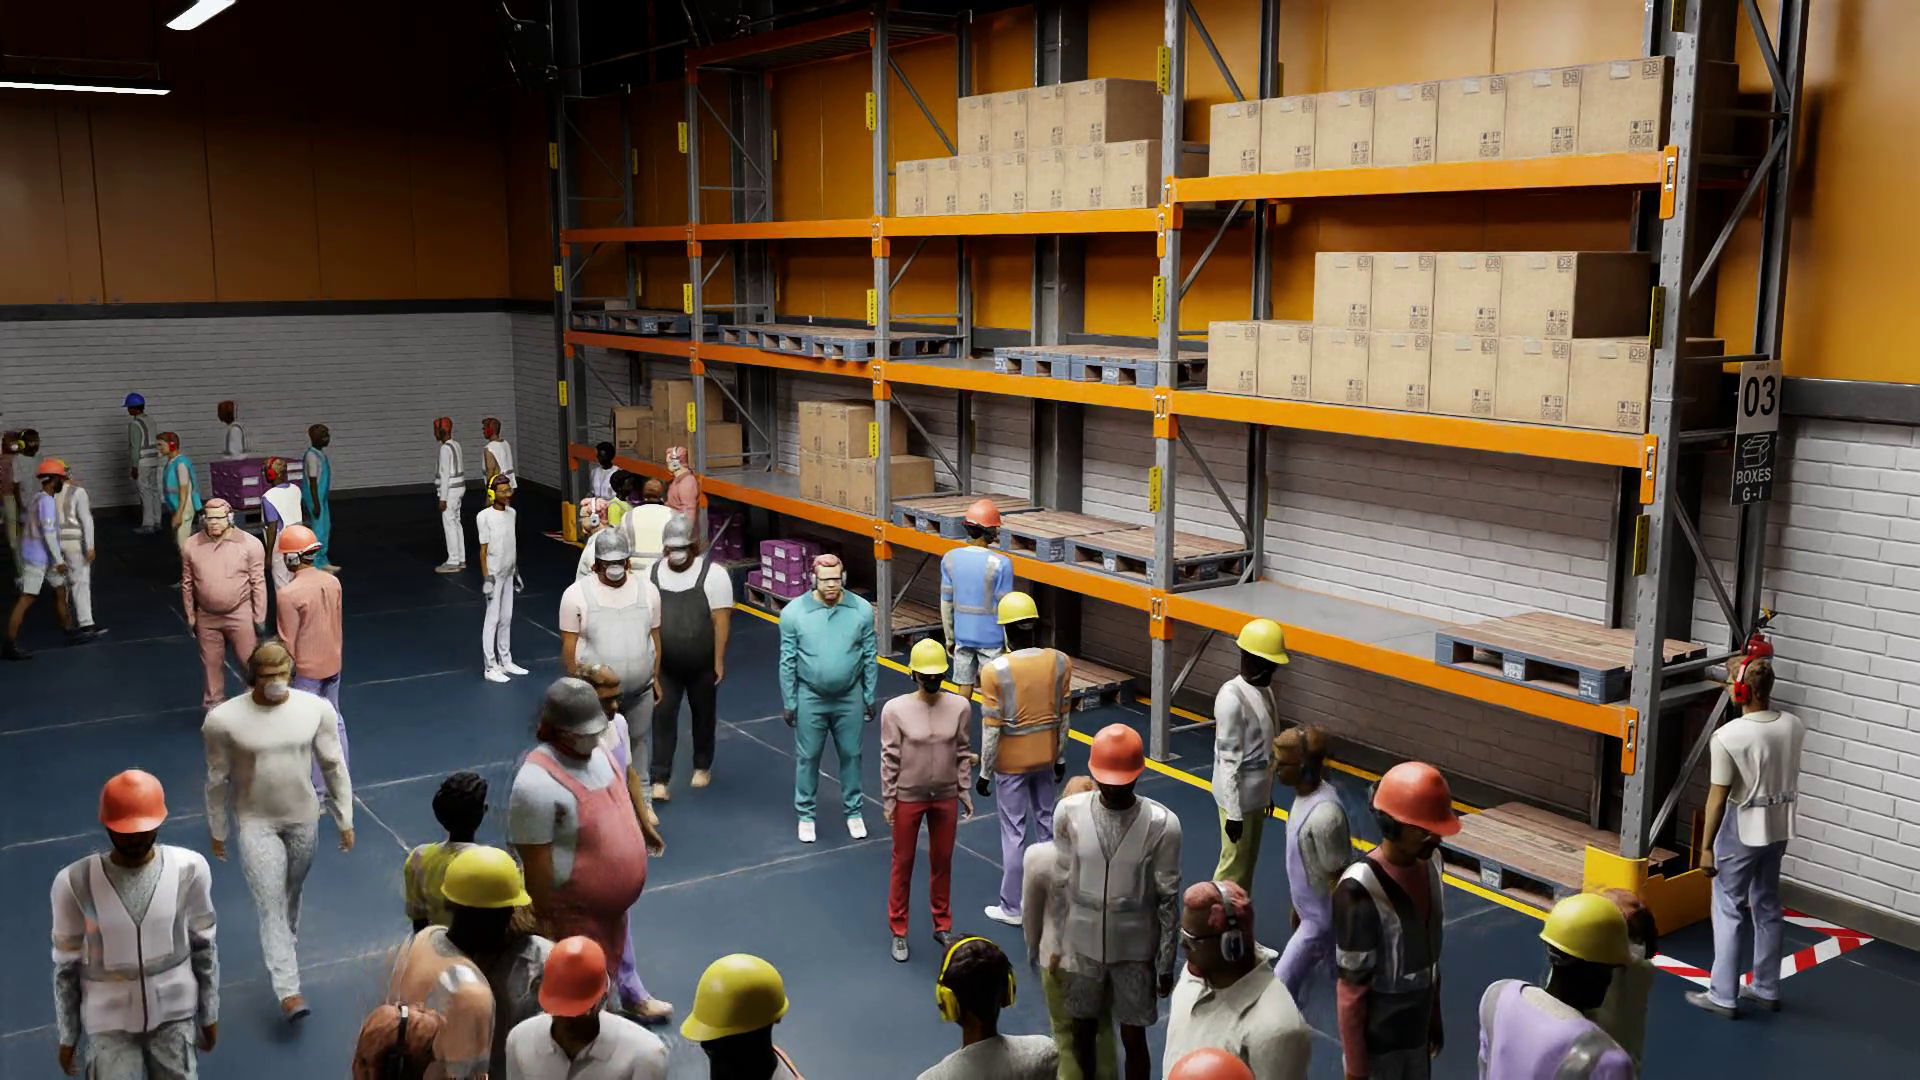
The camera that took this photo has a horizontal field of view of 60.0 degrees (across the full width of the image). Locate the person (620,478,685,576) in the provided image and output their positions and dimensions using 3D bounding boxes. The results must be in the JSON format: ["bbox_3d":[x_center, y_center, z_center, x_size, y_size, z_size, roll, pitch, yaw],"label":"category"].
[{"bbox_3d":[-2.723,0.353,14.978,0.619,1.836,0.432,1,10,8],"label":"person"}]

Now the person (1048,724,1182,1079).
[{"bbox_3d":[0.632,1.684,6.884,0.550,1.925,0.389,3,10,17],"label":"person"}]

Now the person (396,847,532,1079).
[{"bbox_3d":[-1.693,1.939,5.585,0.946,1.851,0.606,-5,11,-26],"label":"person"}]

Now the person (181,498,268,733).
[{"bbox_3d":[-5.876,0.605,13.306,0.643,1.900,0.398,-1,10,-8],"label":"person"}]

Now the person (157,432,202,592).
[{"bbox_3d":[-8.867,-0.324,18.947,0.388,1.830,0.578,-8,13,-40],"label":"person"}]

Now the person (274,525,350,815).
[{"bbox_3d":[-4.465,0.883,11.411,0.408,1.987,0.614,2,10,14],"label":"person"}]

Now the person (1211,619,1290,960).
[{"bbox_3d":[1.537,1.356,8.819,0.382,1.917,0.585,5,11,26],"label":"person"}]

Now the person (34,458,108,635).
[{"bbox_3d":[-8.931,0.074,16.773,0.740,1.787,0.407,2,10,12],"label":"person"}]

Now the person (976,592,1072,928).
[{"bbox_3d":[0.353,1.245,9.471,0.585,1.918,0.380,-6,11,-30],"label":"person"}]

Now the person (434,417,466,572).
[{"bbox_3d":[-6.185,-0.554,20.156,0.359,1.879,0.586,-1,10,-4],"label":"person"}]

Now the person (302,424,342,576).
[{"bbox_3d":[-7.627,-0.473,19.797,0.344,1.836,0.513,-2,10,-10],"label":"person"}]

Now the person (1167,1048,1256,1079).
[{"bbox_3d":[0.571,2.152,3.919,0.611,1.996,0.379,1,10,8],"label":"person"}]

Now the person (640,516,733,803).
[{"bbox_3d":[-1.946,0.812,11.653,0.699,2.000,0.860,0,10,1],"label":"person"}]

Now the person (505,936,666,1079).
[{"bbox_3d":[-1.196,2.054,5.349,0.557,1.706,0.849,1,10,6],"label":"person"}]

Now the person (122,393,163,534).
[{"bbox_3d":[-11.276,-1.058,22.940,0.415,1.939,0.599,-1,10,-3],"label":"person"}]

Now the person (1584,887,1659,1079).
[{"bbox_3d":[2.266,1.987,6.048,0.497,1.591,0.782,-5,11,-27],"label":"person"}]

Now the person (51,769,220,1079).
[{"bbox_3d":[-3.079,1.788,6.262,0.577,1.921,0.401,-6,11,-32],"label":"person"}]

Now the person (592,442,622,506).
[{"bbox_3d":[-4.038,-0.297,19.195,0.536,1.691,0.319,6,11,31],"label":"person"}]

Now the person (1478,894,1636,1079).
[{"bbox_3d":[1.817,1.998,5.080,0.399,1.913,0.591,-4,10,-23],"label":"person"}]

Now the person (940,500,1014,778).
[{"bbox_3d":[0.159,0.717,12.199,0.615,2.042,0.374,6,11,32],"label":"person"}]

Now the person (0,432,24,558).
[{"bbox_3d":[-11.851,-0.556,20.893,0.380,1.619,0.531,6,11,31],"label":"person"}]

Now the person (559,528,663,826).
[{"bbox_3d":[-2.263,0.924,10.997,0.681,2.000,0.538,-5,11,-26],"label":"person"}]

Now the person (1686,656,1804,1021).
[{"bbox_3d":[3.941,1.490,8.288,0.574,1.833,0.386,-4,10,-23],"label":"person"}]

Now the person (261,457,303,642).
[{"bbox_3d":[-6.681,0.095,16.431,0.389,1.846,0.567,1,10,6],"label":"person"}]

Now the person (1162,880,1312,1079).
[{"bbox_3d":[0.819,1.982,5.225,0.399,1.893,0.656,-3,10,-19],"label":"person"}]

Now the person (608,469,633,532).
[{"bbox_3d":[-3.381,0.136,16.624,0.322,1.697,0.534,0,10,2],"label":"person"}]

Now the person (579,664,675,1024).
[{"bbox_3d":[-1.724,1.500,8.282,0.833,1.803,0.494,3,10,18],"label":"person"}]

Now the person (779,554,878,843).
[{"bbox_3d":[-0.844,1.026,10.826,0.648,1.899,0.400,-2,10,-12],"label":"person"}]

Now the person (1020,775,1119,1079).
[{"bbox_3d":[0.507,1.799,7.110,0.496,1.612,0.400,-1,10,-3],"label":"person"}]

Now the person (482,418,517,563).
[{"bbox_3d":[-5.665,-0.586,20.478,0.386,1.835,0.568,1,10,7],"label":"person"}]

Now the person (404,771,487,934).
[{"bbox_3d":[-2.030,1.791,6.912,0.532,1.698,0.319,3,10,15],"label":"person"}]

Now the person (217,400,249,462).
[{"bbox_3d":[-9.869,-0.968,22.596,0.423,1.866,0.601,-5,11,-28],"label":"person"}]

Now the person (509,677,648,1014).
[{"bbox_3d":[-1.782,1.526,7.463,0.789,2.000,0.688,3,10,16],"label":"person"}]

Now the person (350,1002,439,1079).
[{"bbox_3d":[-1.652,2.157,4.931,0.310,1.640,0.514,-5,11,-27],"label":"person"}]

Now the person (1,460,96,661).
[{"bbox_3d":[-8.812,0.186,15.910,0.880,1.865,0.604,-7,12,-34],"label":"person"}]

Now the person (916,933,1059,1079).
[{"bbox_3d":[0.054,2.055,4.879,0.520,1.865,0.328,-7,12,-34],"label":"person"}]

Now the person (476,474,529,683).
[{"bbox_3d":[-4.122,0.330,14.976,0.333,1.873,0.520,4,10,22],"label":"person"}]

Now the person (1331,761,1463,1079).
[{"bbox_3d":[1.591,1.775,6.038,0.411,2.033,0.613,9,13,44],"label":"person"}]

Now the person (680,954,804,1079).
[{"bbox_3d":[-0.570,2.067,4.664,0.399,1.919,0.582,-5,11,-26],"label":"person"}]

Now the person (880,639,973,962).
[{"bbox_3d":[-0.176,1.397,9.022,0.522,1.769,0.317,-4,10,-20],"label":"person"}]

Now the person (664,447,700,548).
[{"bbox_3d":[-2.824,0.000,16.833,0.406,1.902,0.636,-2,10,-11],"label":"person"}]

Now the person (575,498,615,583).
[{"bbox_3d":[-2.876,0.601,13.314,0.400,1.901,0.646,0,10,3],"label":"person"}]

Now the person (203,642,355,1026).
[{"bbox_3d":[-3.396,1.446,8.376,0.659,1.882,1.023,-7,12,-34],"label":"person"}]

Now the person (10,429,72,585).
[{"bbox_3d":[-10.605,-0.363,19.154,0.883,1.832,0.559,2,10,12],"label":"person"}]
